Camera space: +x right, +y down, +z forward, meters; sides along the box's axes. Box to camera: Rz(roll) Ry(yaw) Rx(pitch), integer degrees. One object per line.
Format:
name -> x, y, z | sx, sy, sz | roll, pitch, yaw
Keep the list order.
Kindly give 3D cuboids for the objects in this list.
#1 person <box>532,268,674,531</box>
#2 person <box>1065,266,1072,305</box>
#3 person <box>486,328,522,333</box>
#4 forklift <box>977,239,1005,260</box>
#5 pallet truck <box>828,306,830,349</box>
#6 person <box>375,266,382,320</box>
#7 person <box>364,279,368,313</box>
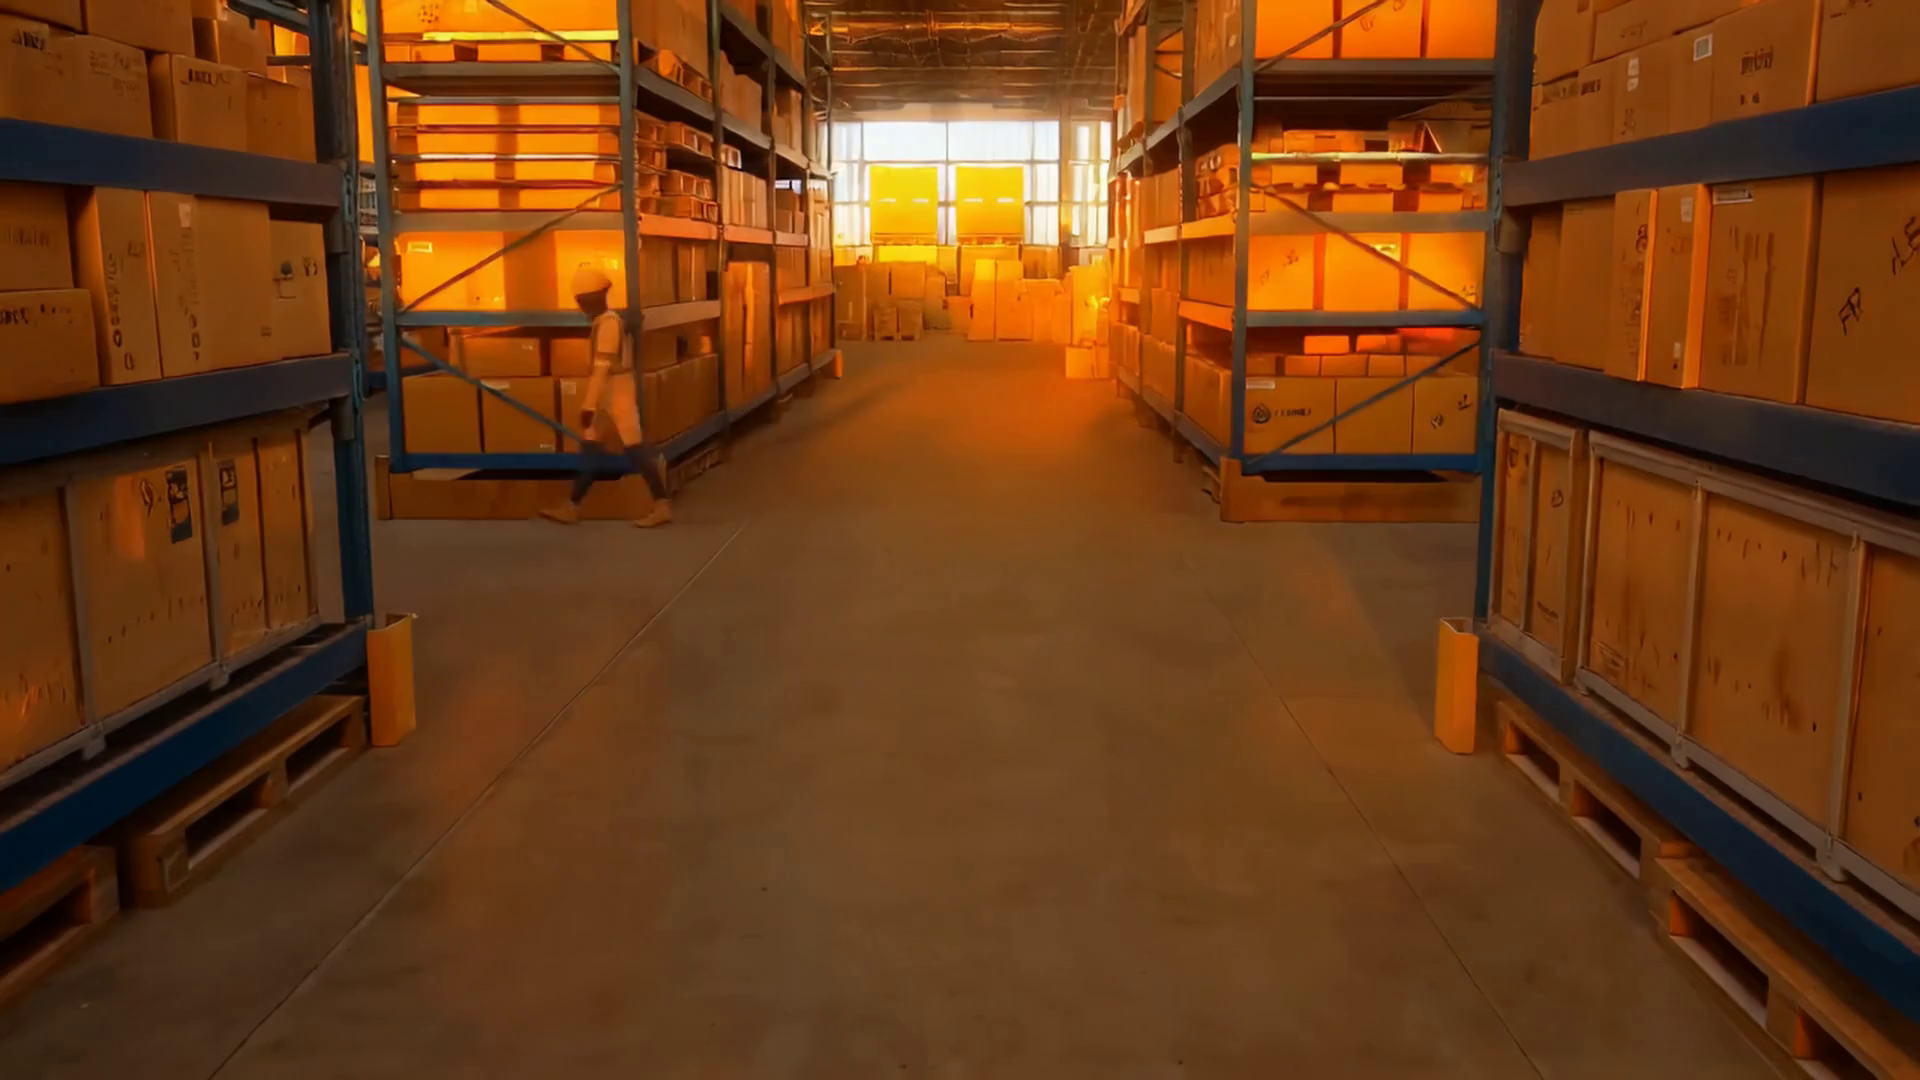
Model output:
person -> -2.672, -1.038, 12.498 | 1.074, 1.974, 0.640 | -4, 10, -22
person -> 3.915, -8.433, 57.014 | 1.005, 1.891, 0.656 | -3, 10, -16
person -> -6.253, -2.746, 22.944 | 0.647, 1.892, 0.968 | 2, 10, 13
forklift -> 1.097, -9.254, 58.993 | 1.129, 2.768, 1.873 | 4, 10, 25
pallet truck -> -3.100, -3.940, 29.800 | 1.885, 1.965, 0.823 | 3, 10, 19
person -> -20.600, -8.769, 59.071 | 0.355, 1.883, 0.576 | -3, 10, -17
person -> -24.166, -10.131, 66.902 | 0.623, 1.989, 0.399 | 4, 10, 22
